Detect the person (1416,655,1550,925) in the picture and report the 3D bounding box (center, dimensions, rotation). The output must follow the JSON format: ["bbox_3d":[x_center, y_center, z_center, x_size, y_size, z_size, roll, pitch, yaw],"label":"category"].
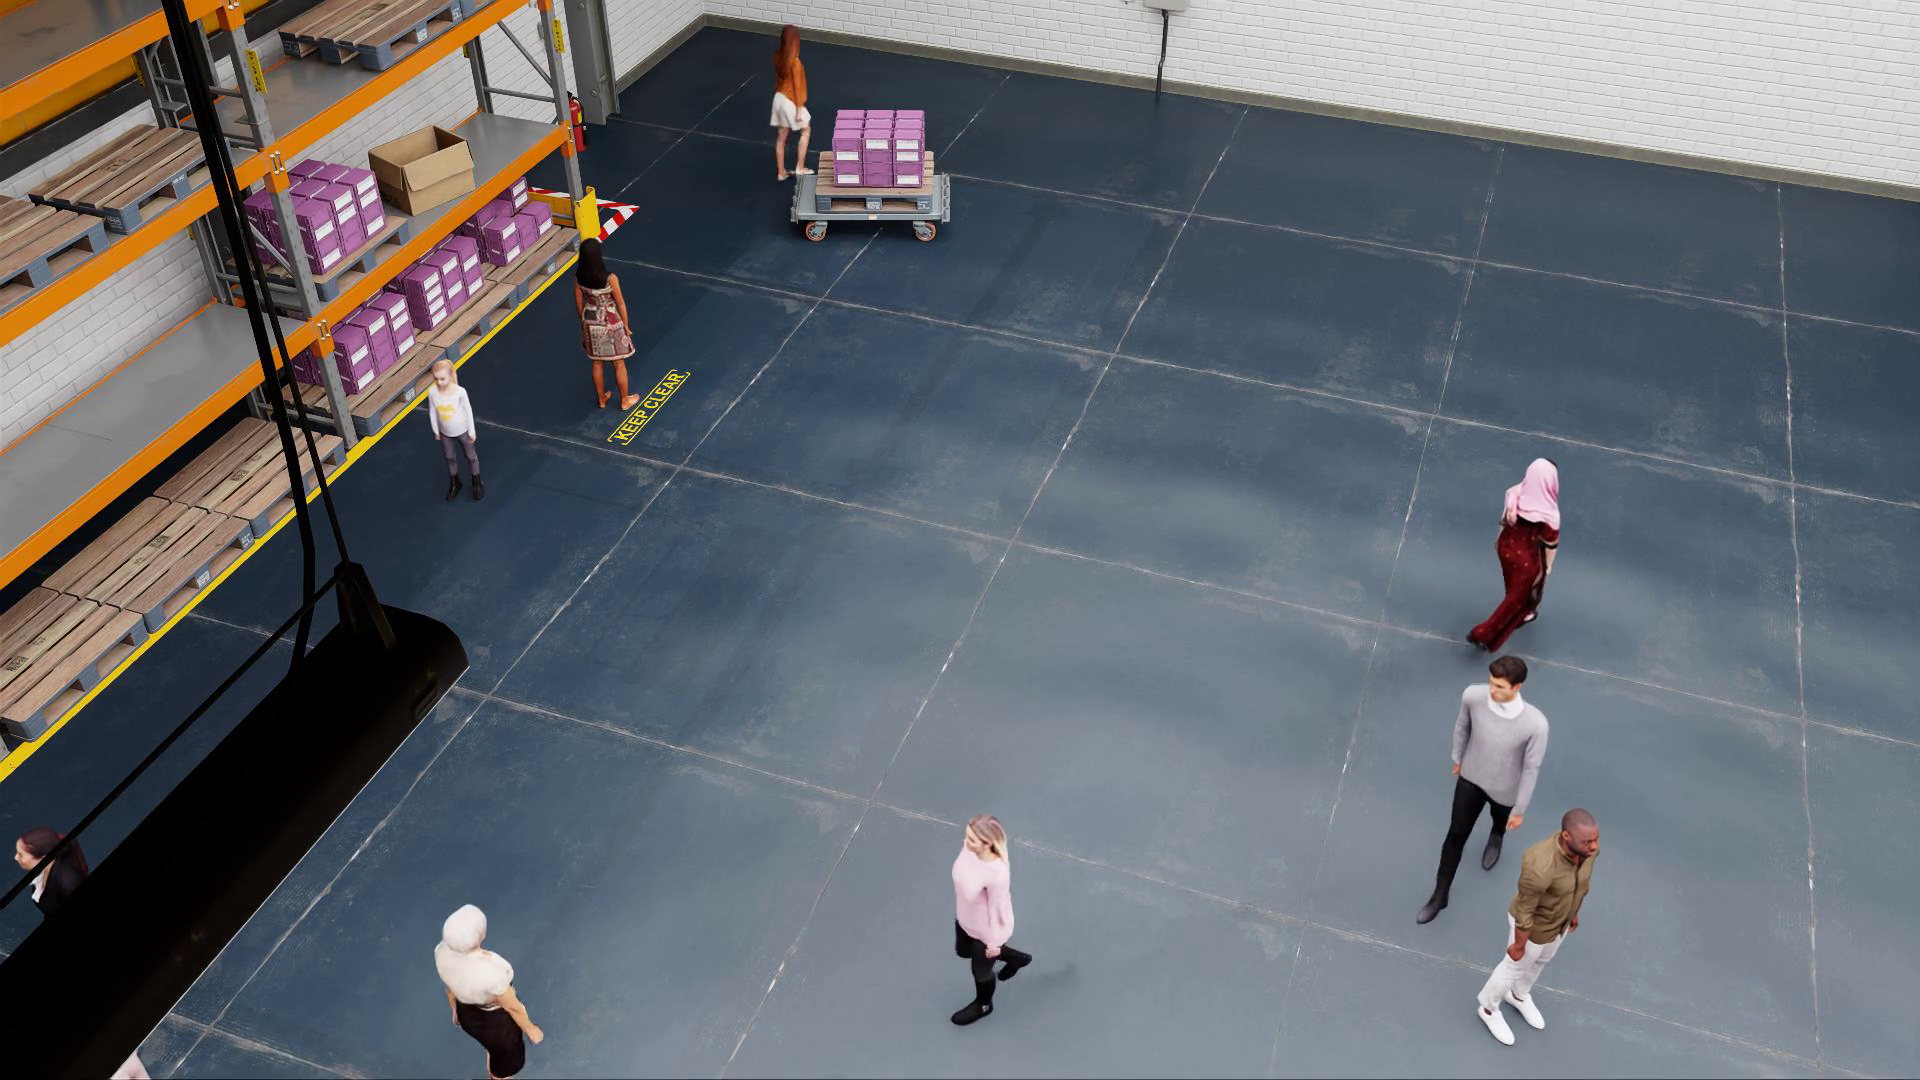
[{"bbox_3d":[3.310,1.427,10.184,0.978,1.866,1.366,24,45,27],"label":"person"}]

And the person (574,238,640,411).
[{"bbox_3d":[-3.117,-1.879,14.501,0.679,1.645,0.571,7,39,9],"label":"person"}]

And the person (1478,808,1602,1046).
[{"bbox_3d":[3.266,2.128,9.346,0.744,1.816,0.852,-23,44,-26],"label":"person"}]

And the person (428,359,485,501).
[{"bbox_3d":[-4.128,-0.915,13.587,0.552,1.279,0.578,1,39,1],"label":"person"}]

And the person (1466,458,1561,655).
[{"bbox_3d":[4.027,0.129,12.015,1.110,1.608,1.010,-20,43,-23],"label":"person"}]

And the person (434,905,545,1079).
[{"bbox_3d":[-2.546,2.622,8.787,0.718,1.742,0.759,25,45,28],"label":"person"}]

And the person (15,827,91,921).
[{"bbox_3d":[-4.922,2.198,9.383,0.716,1.662,0.696,-27,46,-29],"label":"person"}]

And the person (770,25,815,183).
[{"bbox_3d":[-1.902,-4.664,17.942,0.724,1.702,0.749,27,46,29],"label":"person"}]

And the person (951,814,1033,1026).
[{"bbox_3d":[0.216,2.133,9.451,0.913,1.677,0.848,-17,42,-20],"label":"person"}]
